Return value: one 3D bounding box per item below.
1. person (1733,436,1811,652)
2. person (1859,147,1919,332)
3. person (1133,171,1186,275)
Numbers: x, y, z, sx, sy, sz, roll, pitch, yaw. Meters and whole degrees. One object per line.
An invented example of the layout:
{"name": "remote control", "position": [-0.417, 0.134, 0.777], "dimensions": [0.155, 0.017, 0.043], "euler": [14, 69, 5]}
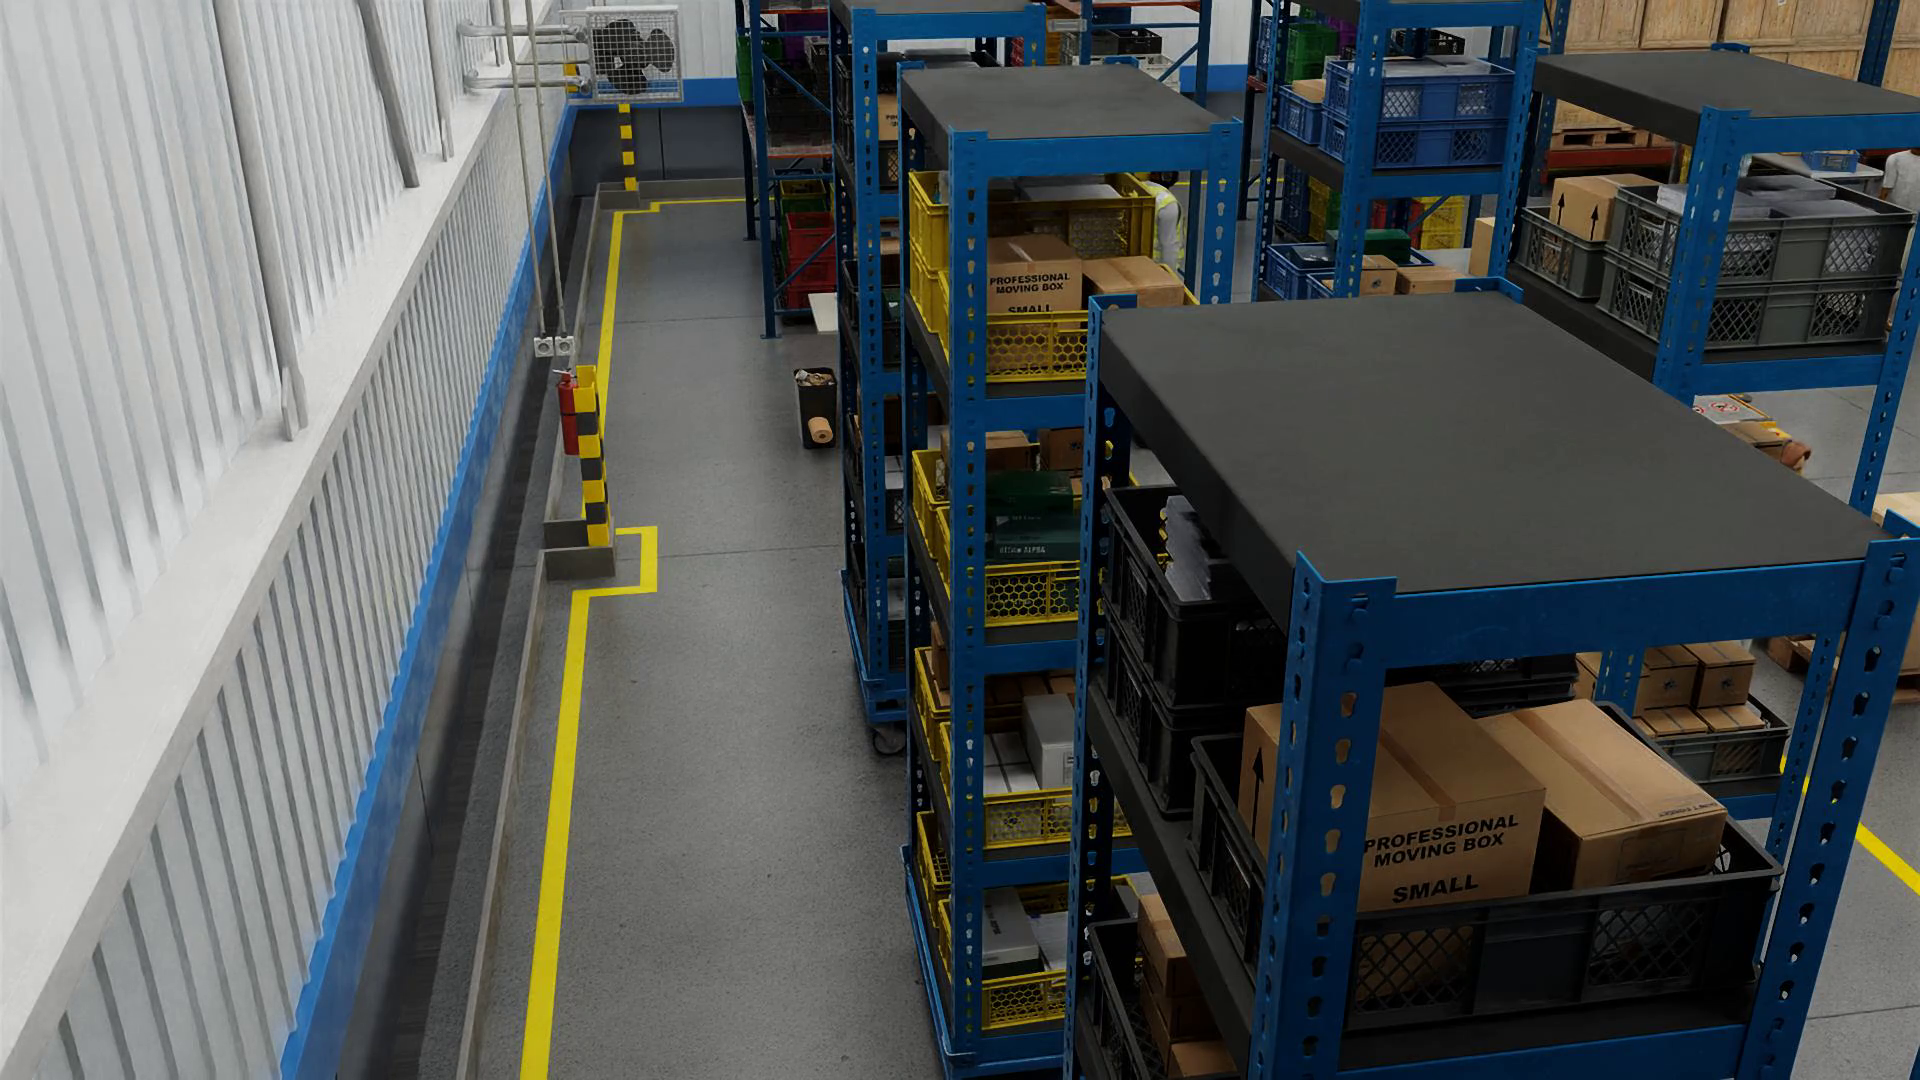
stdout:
{"name": "person", "position": [3.797, 0.273, 8.047], "dimensions": [0.314, 1.637, 0.514], "euler": [8, 26, 16]}
{"name": "person", "position": [8.022, -2.672, 14.185], "dimensions": [0.521, 1.863, 0.319], "euler": [-5, 25, -10]}
{"name": "person", "position": [1.537, -2.127, 13.038], "dimensions": [0.430, 1.837, 0.626], "euler": [-9, 26, -18]}
